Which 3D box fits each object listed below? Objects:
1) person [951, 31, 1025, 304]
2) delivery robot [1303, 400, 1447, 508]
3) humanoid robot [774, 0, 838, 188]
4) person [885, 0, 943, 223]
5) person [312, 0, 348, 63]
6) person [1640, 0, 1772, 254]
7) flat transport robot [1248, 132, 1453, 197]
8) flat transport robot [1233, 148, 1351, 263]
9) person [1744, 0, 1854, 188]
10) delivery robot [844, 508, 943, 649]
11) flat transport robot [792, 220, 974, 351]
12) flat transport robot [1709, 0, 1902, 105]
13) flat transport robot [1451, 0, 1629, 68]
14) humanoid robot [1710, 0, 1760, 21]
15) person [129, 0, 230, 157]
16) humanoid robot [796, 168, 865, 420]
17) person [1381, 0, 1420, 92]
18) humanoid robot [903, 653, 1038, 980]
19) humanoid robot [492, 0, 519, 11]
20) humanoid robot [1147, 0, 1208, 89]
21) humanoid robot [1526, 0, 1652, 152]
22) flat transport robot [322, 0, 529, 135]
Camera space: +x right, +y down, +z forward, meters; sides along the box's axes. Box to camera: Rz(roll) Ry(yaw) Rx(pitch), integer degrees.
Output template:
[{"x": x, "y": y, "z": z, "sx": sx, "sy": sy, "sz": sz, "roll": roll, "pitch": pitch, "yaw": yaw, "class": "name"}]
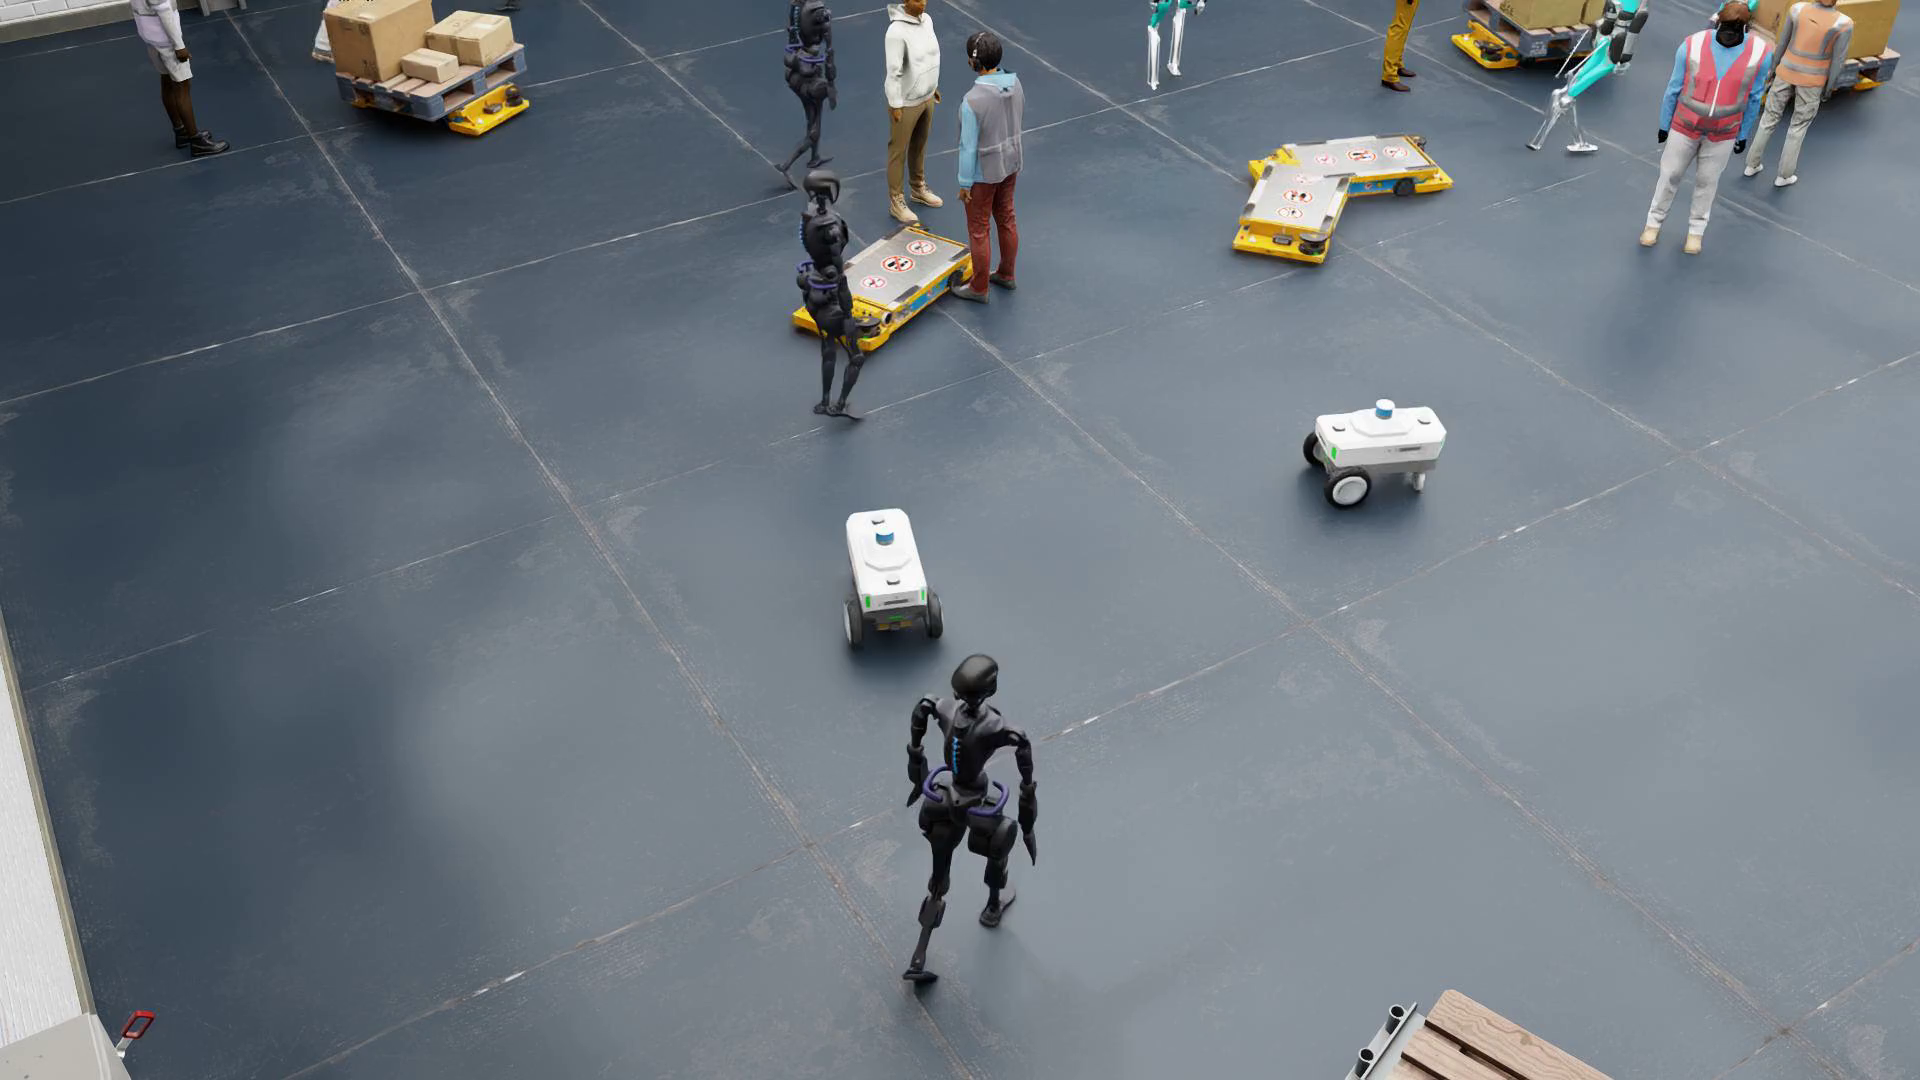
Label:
[{"x": 0.203, "y": -2.460, "z": 11.107, "sx": 0.415, "sy": 1.873, "sz": 0.534, "roll": 30, "pitch": 47, "yaw": 32, "class": "person"}, {"x": 2.435, "y": -0.557, "z": 9.757, "sx": 0.738, "sy": 0.586, "sz": 0.523, "roll": -5, "pitch": 39, "yaw": -6, "class": "delivery robot"}, {"x": -1.241, "y": -3.546, "z": 12.653, "sx": 0.649, "sy": 1.633, "sz": 0.604, "roll": -26, "pitch": 45, "yaw": -29, "class": "humanoid robot"}, {"x": -0.362, "y": -3.217, "z": 12.145, "sx": 0.373, "sy": 1.767, "sz": 0.521, "roll": 25, "pitch": 45, "yaw": 28, "class": "person"}, {"x": -5.343, "y": -5.087, "z": 14.457, "sx": 0.994, "sy": 1.833, "sz": 0.562, "roll": -12, "pitch": 40, "yaw": -15, "class": "person"}, {"x": 5.230, "y": -2.895, "z": 11.692, "sx": 0.628, "sy": 1.835, "sz": 0.431, "roll": 14, "pitch": 40, "yaw": 17, "class": "person"}, {"x": 3.033, "y": -2.876, "z": 12.920, "sx": 1.431, "sy": 0.231, "sz": 0.659, "roll": -8, "pitch": 39, "yaw": -10, "class": "flat transport robot"}, {"x": 2.527, "y": -2.515, "z": 12.465, "sx": 0.659, "sy": 0.231, "sz": 1.431, "roll": 13, "pitch": 40, "yaw": 16, "class": "flat transport robot"}, {"x": 6.362, "y": -3.478, "z": 12.584, "sx": 0.313, "sy": 1.632, "sz": 0.520, "roll": -31, "pitch": 48, "yaw": -33, "class": "person"}, {"x": -0.392, "y": 0.171, "z": 8.837, "sx": 0.499, "sy": 0.583, "sz": 0.774, "roll": -7, "pitch": 39, "yaw": -9, "class": "delivery robot"}, {"x": -0.469, "y": -1.784, "z": 11.543, "sx": 0.659, "sy": 0.231, "sz": 1.431, "roll": 22, "pitch": 44, "yaw": 26, "class": "flat transport robot"}, {"x": 7.194, "y": -4.044, "z": 14.394, "sx": 1.431, "sy": 0.231, "sz": 0.659, "roll": -11, "pitch": 40, "yaw": -14, "class": "flat transport robot"}, {"x": 5.241, "y": -4.512, "z": 14.985, "sx": 1.431, "sy": 0.231, "sz": 0.659, "roll": -9, "pitch": 39, "yaw": -11, "class": "flat transport robot"}, {"x": 6.814, "y": -4.902, "z": 14.272, "sx": 0.675, "sy": 1.766, "sz": 0.539, "roll": -23, "pitch": 44, "yaw": -26, "class": "humanoid robot"}, {"x": -6.176, "y": -3.940, "z": 12.921, "sx": 0.542, "sy": 1.938, "sz": 0.353, "roll": 32, "pitch": 48, "yaw": 34, "class": "person"}, {"x": -0.786, "y": -1.471, "z": 10.022, "sx": 0.328, "sy": 1.651, "sz": 0.583, "roll": -16, "pitch": 41, "yaw": -19, "class": "humanoid robot"}, {"x": 3.825, "y": -4.689, "z": 14.012, "sx": 0.341, "sy": 1.755, "sz": 0.523, "roll": 14, "pitch": 40, "yaw": 17, "class": "person"}, {"x": 0.011, "y": 1.137, "z": 6.768, "sx": 0.609, "sy": 1.654, "sz": 0.743, "roll": 16, "pitch": 41, "yaw": 20, "class": "humanoid robot"}, {"x": -4.131, "y": -5.787, "z": 15.496, "sx": 0.755, "sy": 1.627, "sz": 0.601, "roll": -19, "pitch": 42, "yaw": -22, "class": "humanoid robot"}, {"x": 1.825, "y": -4.644, "z": 13.977, "sx": 0.546, "sy": 1.759, "sz": 0.835, "roll": 1, "pitch": 38, "yaw": 1, "class": "humanoid robot"}, {"x": 4.885, "y": -3.805, "z": 12.989, "sx": 0.855, "sy": 1.869, "sz": 0.573, "roll": -5, "pitch": 39, "yaw": -6, "class": "humanoid robot"}, {"x": -4.410, "y": -3.738, "z": 14.008, "sx": 1.431, "sy": 0.231, "sz": 0.659, "roll": 18, "pitch": 42, "yaw": 21, "class": "flat transport robot"}]
